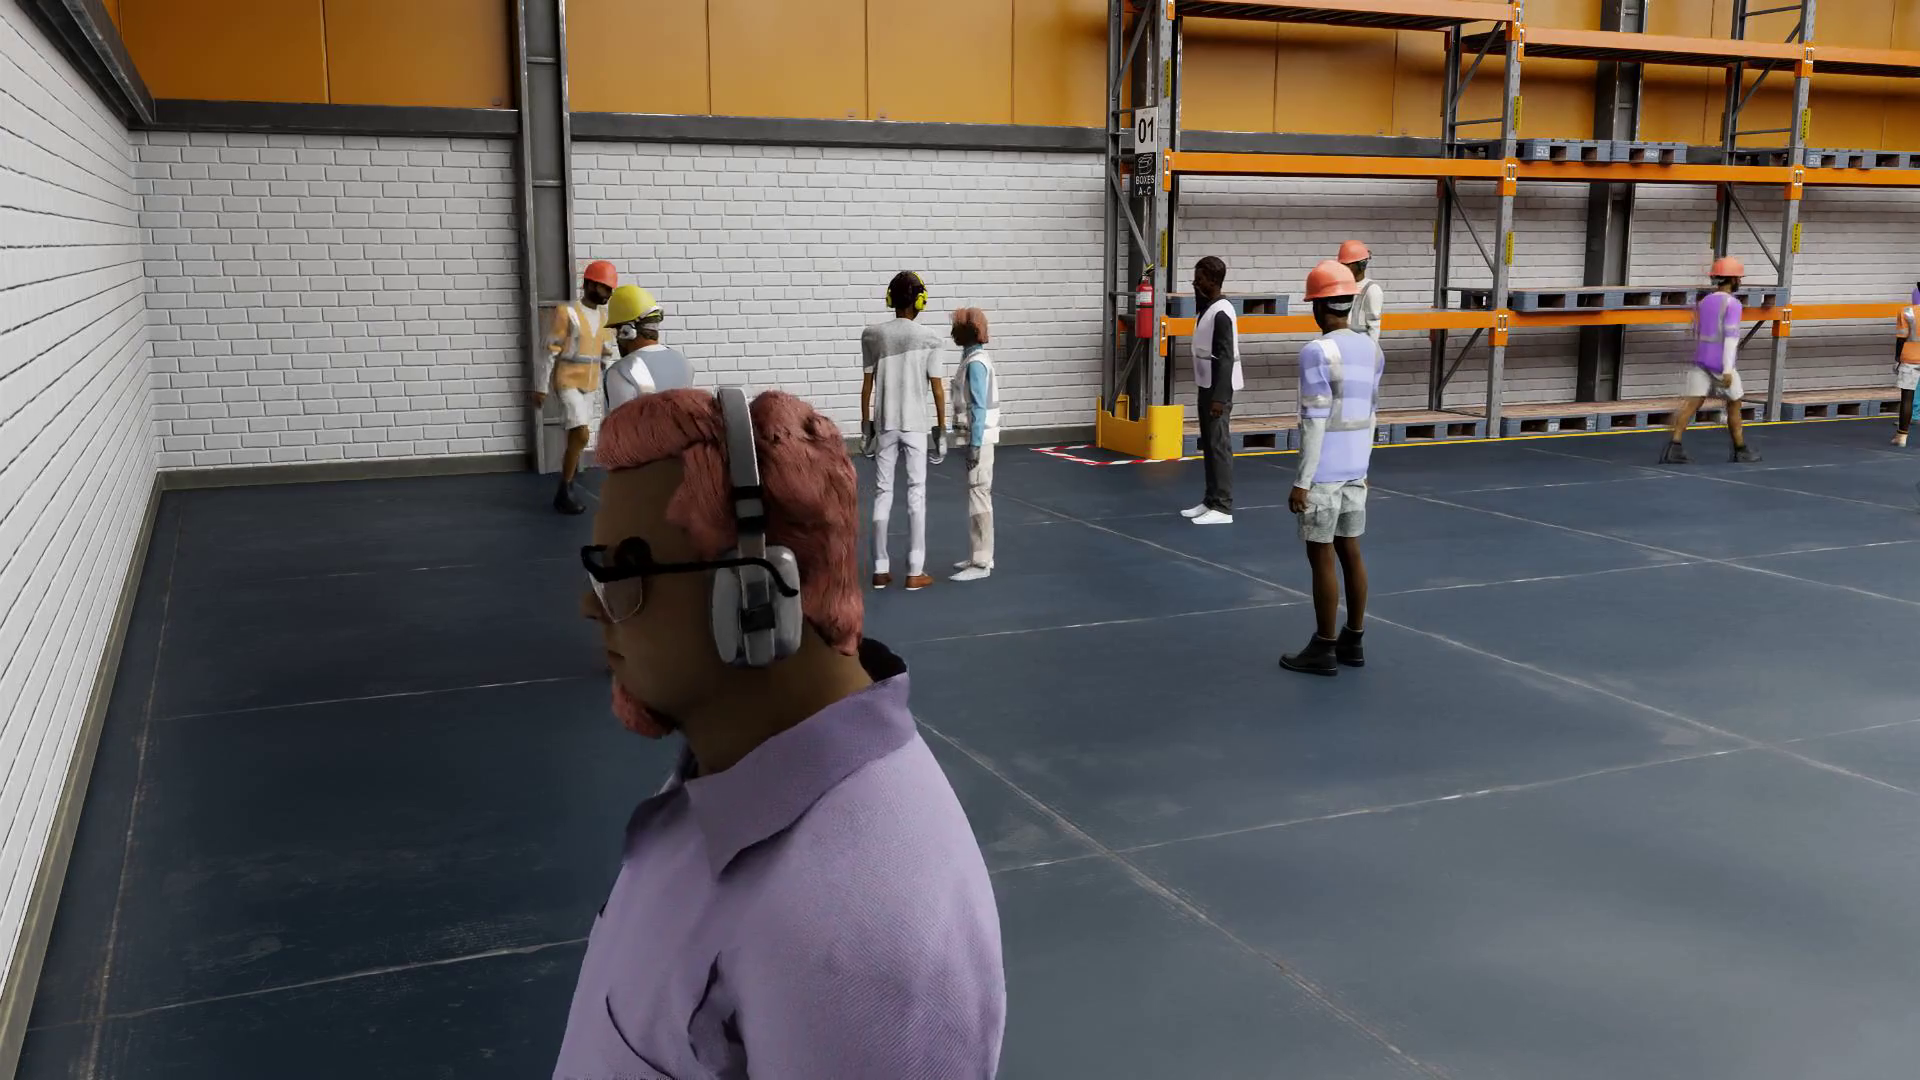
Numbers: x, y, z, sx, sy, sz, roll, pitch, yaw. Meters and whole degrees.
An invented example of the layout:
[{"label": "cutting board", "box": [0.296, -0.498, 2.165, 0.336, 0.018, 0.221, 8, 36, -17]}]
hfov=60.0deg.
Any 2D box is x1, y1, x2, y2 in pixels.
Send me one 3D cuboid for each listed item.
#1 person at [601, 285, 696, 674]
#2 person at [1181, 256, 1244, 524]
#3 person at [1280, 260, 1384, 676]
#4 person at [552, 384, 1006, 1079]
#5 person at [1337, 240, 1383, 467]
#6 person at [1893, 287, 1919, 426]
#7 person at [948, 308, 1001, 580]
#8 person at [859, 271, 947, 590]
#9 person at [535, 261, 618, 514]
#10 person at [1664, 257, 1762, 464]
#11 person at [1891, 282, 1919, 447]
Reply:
[{"label": "person", "box": [-1.480, -0.274, 7.795, 0.403, 1.823, 0.586, 4, 11, 23]}, {"label": "person", "box": [1.836, -1.073, 11.982, 0.391, 1.918, 0.590, 0, 10, -2]}, {"label": "person", "box": [1.726, -0.333, 7.809, 0.551, 1.933, 0.365, -9, 14, -42]}, {"label": "person", "box": [-0.187, 0.811, 1.525, 0.402, 1.905, 0.673, -2, 10, -13]}, {"label": "person", "box": [3.514, -1.663, 14.936, 0.382, 2.038, 0.606, -4, 11, -20]}, {"label": "person", "box": [10.571, -2.140, 18.113, 0.385, 1.849, 0.566, -4, 11, -21]}, {"label": "person", "box": [0.065, -0.575, 10.047, 0.366, 1.630, 0.539, -1, 10, -3]}, {"label": "person", "box": [-0.332, -0.630, 9.695, 0.532, 1.855, 0.347, 2, 10, 11]}, {"label": "person", "box": [-2.827, -1.130, 12.412, 0.648, 1.877, 0.581, 6, 12, 29]}, {"label": "person", "box": [6.890, -1.621, 15.136, 0.977, 1.890, 0.558, -3, 11, -15]}, {"label": "person", "box": [9.492, -1.757, 16.409, 0.535, 1.697, 0.318, 3, 11, 16]}]
